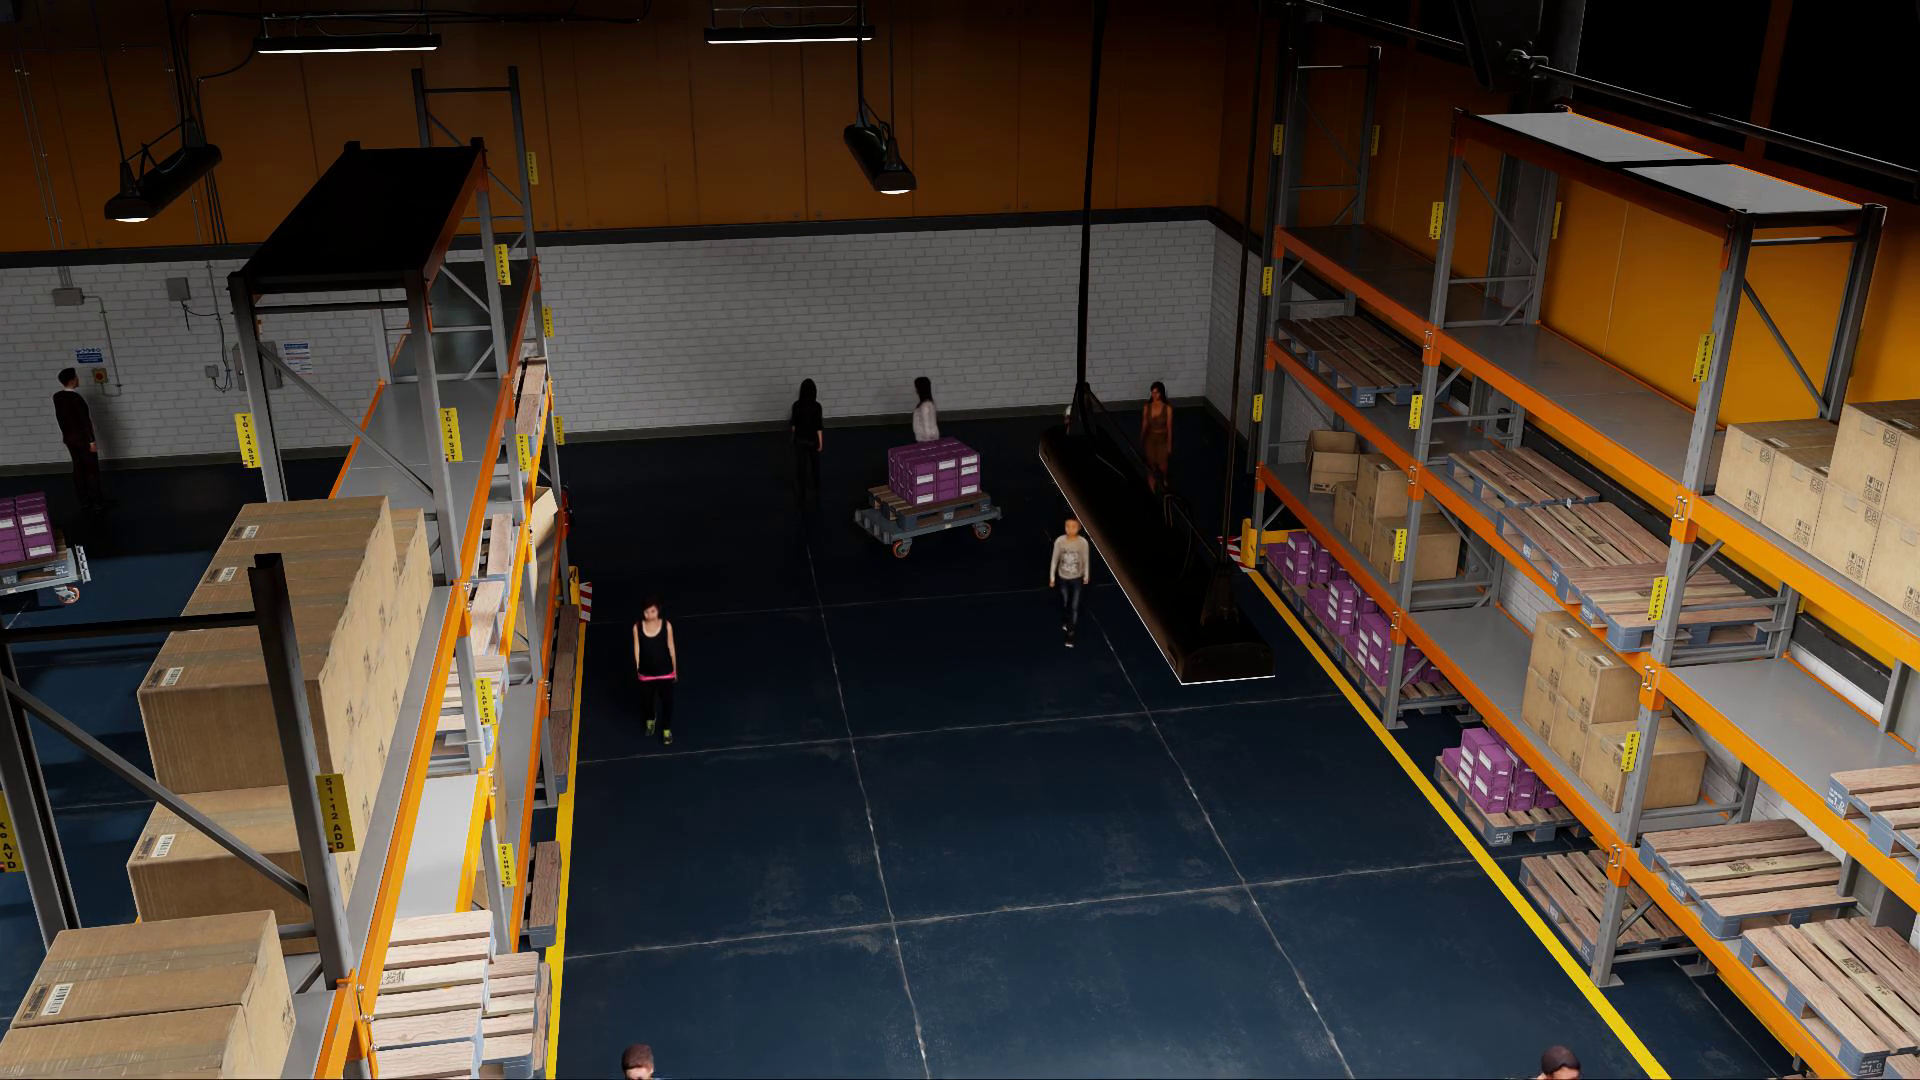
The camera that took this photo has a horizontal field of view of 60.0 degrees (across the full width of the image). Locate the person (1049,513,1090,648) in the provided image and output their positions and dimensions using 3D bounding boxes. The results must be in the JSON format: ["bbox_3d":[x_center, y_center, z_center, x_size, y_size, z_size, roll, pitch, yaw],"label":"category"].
[{"bbox_3d":[1.208,0.377,18.045,0.807,1.428,1.066,5,24,11],"label":"person"}]

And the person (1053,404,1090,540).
[{"bbox_3d":[1.512,-0.839,20.262,0.970,1.880,0.944,-17,29,-34],"label":"person"}]

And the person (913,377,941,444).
[{"bbox_3d":[-0.340,-1.325,21.721,0.963,1.601,1.050,5,24,12],"label":"person"}]

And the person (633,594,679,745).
[{"bbox_3d":[-2.913,1.204,16.008,0.533,1.544,0.554,-4,24,-8],"label":"person"}]

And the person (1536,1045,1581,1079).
[{"bbox_3d":[3.468,3.738,10.064,0.947,1.662,1.140,-17,29,-33],"label":"person"}]

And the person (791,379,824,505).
[{"bbox_3d":[-2.001,-1.244,21.537,0.704,1.601,1.119,0,24,0],"label":"person"}]

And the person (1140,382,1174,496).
[{"bbox_3d":[2.569,-1.262,21.486,0.767,1.674,0.855,9,25,20],"label":"person"}]

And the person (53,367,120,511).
[{"bbox_3d":[-11.295,-1.303,21.344,0.777,1.864,0.802,11,26,23],"label":"person"}]
